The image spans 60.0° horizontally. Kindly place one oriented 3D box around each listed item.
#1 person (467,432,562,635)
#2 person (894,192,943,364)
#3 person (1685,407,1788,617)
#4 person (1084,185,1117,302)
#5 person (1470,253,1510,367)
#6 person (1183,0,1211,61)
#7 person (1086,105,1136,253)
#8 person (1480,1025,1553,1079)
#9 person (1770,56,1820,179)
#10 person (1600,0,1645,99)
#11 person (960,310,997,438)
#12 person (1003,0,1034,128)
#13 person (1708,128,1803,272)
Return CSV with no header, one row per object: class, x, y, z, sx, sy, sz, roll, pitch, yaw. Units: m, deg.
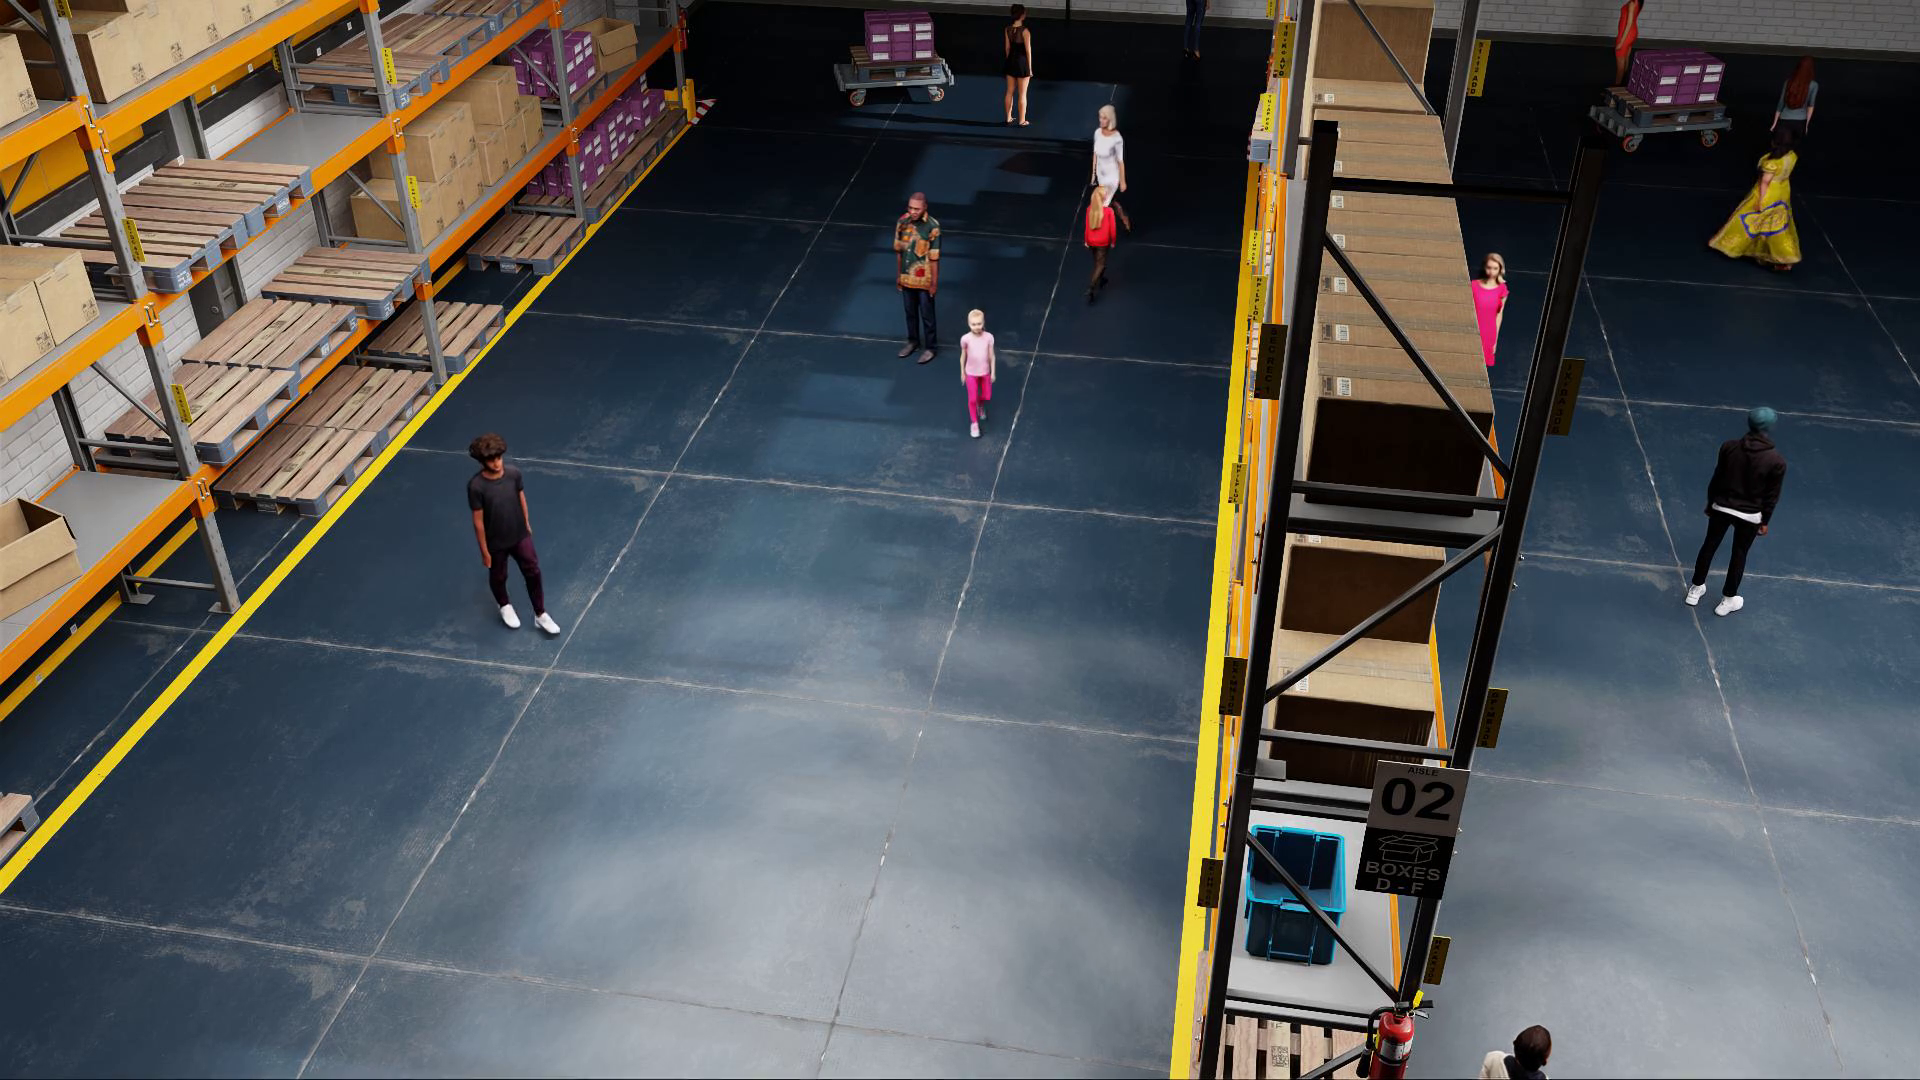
person,-3.616,-0.090,13.052,0.949,1.762,0.992,-26,41,-33
person,-0.411,-2.695,16.932,0.790,1.805,0.801,21,39,28
person,6.184,-0.245,13.234,0.758,1.817,0.758,26,42,34
person,1.507,-3.249,18.258,0.694,1.260,0.960,18,38,25
person,4.932,-1.946,15.873,0.566,1.729,0.533,5,34,7
person,3.589,-8.208,25.234,0.699,1.795,0.668,-27,42,-34
person,1.778,-4.228,19.315,1.135,1.720,1.035,-26,42,-33
person,2.818,3.052,8.604,0.651,1.452,0.663,26,41,33
person,10.319,-5.136,20.660,0.620,1.743,0.599,13,36,18
person,9.523,-7.173,23.747,0.720,1.719,0.595,20,39,27
person,0.162,-1.625,15.811,0.601,1.263,0.727,-5,34,-7
person,0.790,-6.505,22.784,0.667,1.671,0.692,22,40,30
person,9.212,-3.808,18.781,1.186,1.611,1.342,-15,36,-21
